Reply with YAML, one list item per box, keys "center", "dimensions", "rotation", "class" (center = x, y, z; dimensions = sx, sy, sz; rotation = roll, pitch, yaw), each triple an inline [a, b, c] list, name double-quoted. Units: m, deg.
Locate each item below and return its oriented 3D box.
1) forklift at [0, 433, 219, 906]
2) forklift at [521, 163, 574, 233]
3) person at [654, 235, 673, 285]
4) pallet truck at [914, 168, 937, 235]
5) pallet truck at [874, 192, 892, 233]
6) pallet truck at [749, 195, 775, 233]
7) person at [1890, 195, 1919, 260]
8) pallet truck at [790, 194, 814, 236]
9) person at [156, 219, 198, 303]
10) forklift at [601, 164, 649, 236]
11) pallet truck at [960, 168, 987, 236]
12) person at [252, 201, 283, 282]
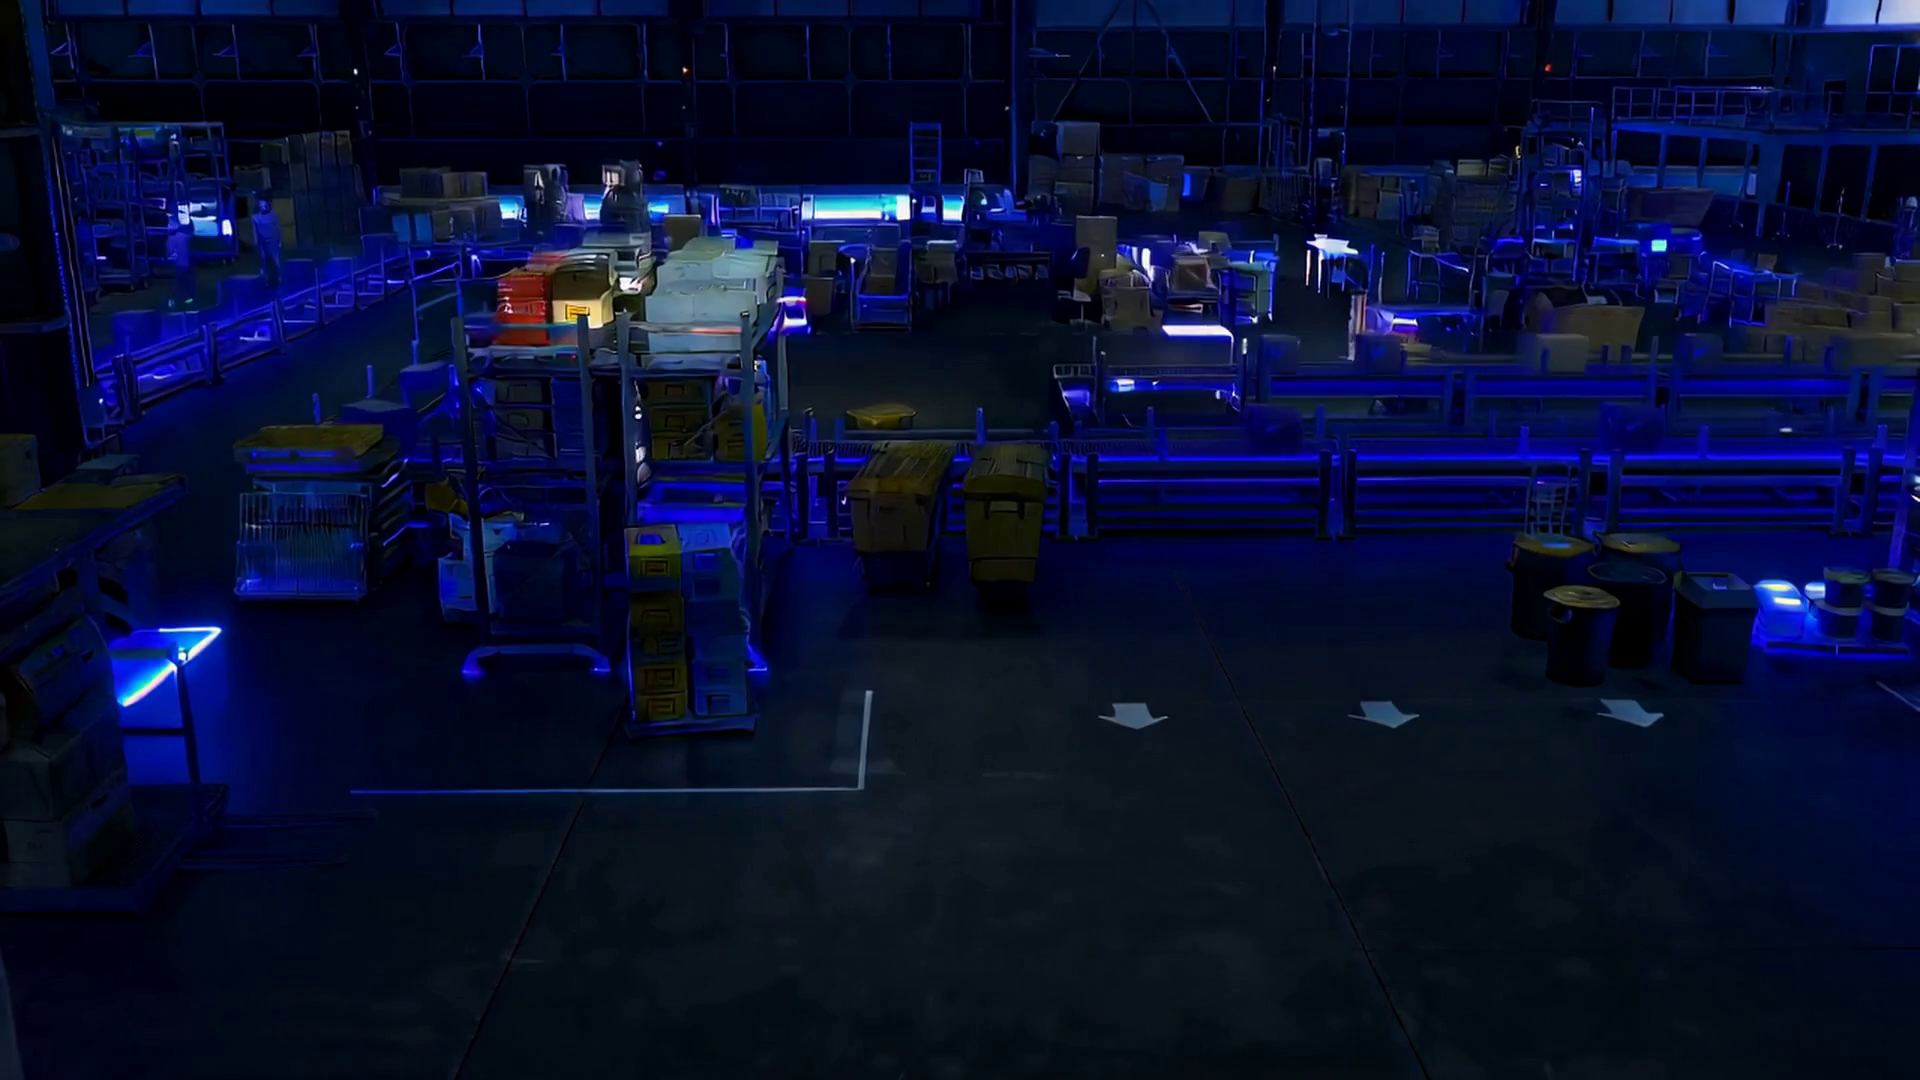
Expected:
- center: [-5.952, 0.780, 10.366]
  dimensions: [1.873, 2.768, 1.129]
  rotation: [0, 16, -1]
  class: "forklift"
- center: [-12.233, -10.122, 49.298]
  dimensions: [1.157, 1.987, 2.680]
  rotation: [0, 16, -1]
  class: "forklift"
- center: [-5.842, -5.210, 33.199]
  dimensions: [0.541, 1.749, 0.411]
  rotation: [-9, 18, -28]
  class: "person"
- center: [-0.989, -10.316, 50.507]
  dimensions: [0.823, 1.965, 1.885]
  rotation: [1, 16, 3]
  class: "pallet truck"
- center: [-2.277, -9.986, 50.594]
  dimensions: [0.653, 1.274, 1.630]
  rotation: [0, 16, -1]
  class: "pallet truck"
- center: [-6.051, -9.967, 50.660]
  dimensions: [0.680, 1.201, 1.601]
  rotation: [0, 16, -1]
  class: "pallet truck"
- center: [22.703, -7.281, 39.945]
  dimensions: [0.616, 2.010, 0.538]
  rotation: [14, 21, 40]
  class: "person"
- center: [-4.814, -9.883, 50.259]
  dimensions: [0.704, 1.261, 1.522]
  rotation: [-1, 16, -3]
  class: "pallet truck"
- center: [-16.938, -5.981, 35.800]
  dimensions: [0.622, 1.794, 0.827]
  rotation: [13, 20, 37]
  class: "person"
- center: [-9.948, -10.127, 49.296]
  dimensions: [1.157, 1.987, 2.680]
  rotation: [-1, 16, -3]
  class: "forklift"
- center: [0.383, -10.230, 50.206]
  dimensions: [0.823, 1.965, 1.885]
  rotation: [-1, 16, -3]
  class: "pallet truck"
- center: [-16.387, -7.067, 39.378]
  dimensions: [0.652, 1.904, 0.405]
  rotation: [-3, 16, -11]
  class: "person"
